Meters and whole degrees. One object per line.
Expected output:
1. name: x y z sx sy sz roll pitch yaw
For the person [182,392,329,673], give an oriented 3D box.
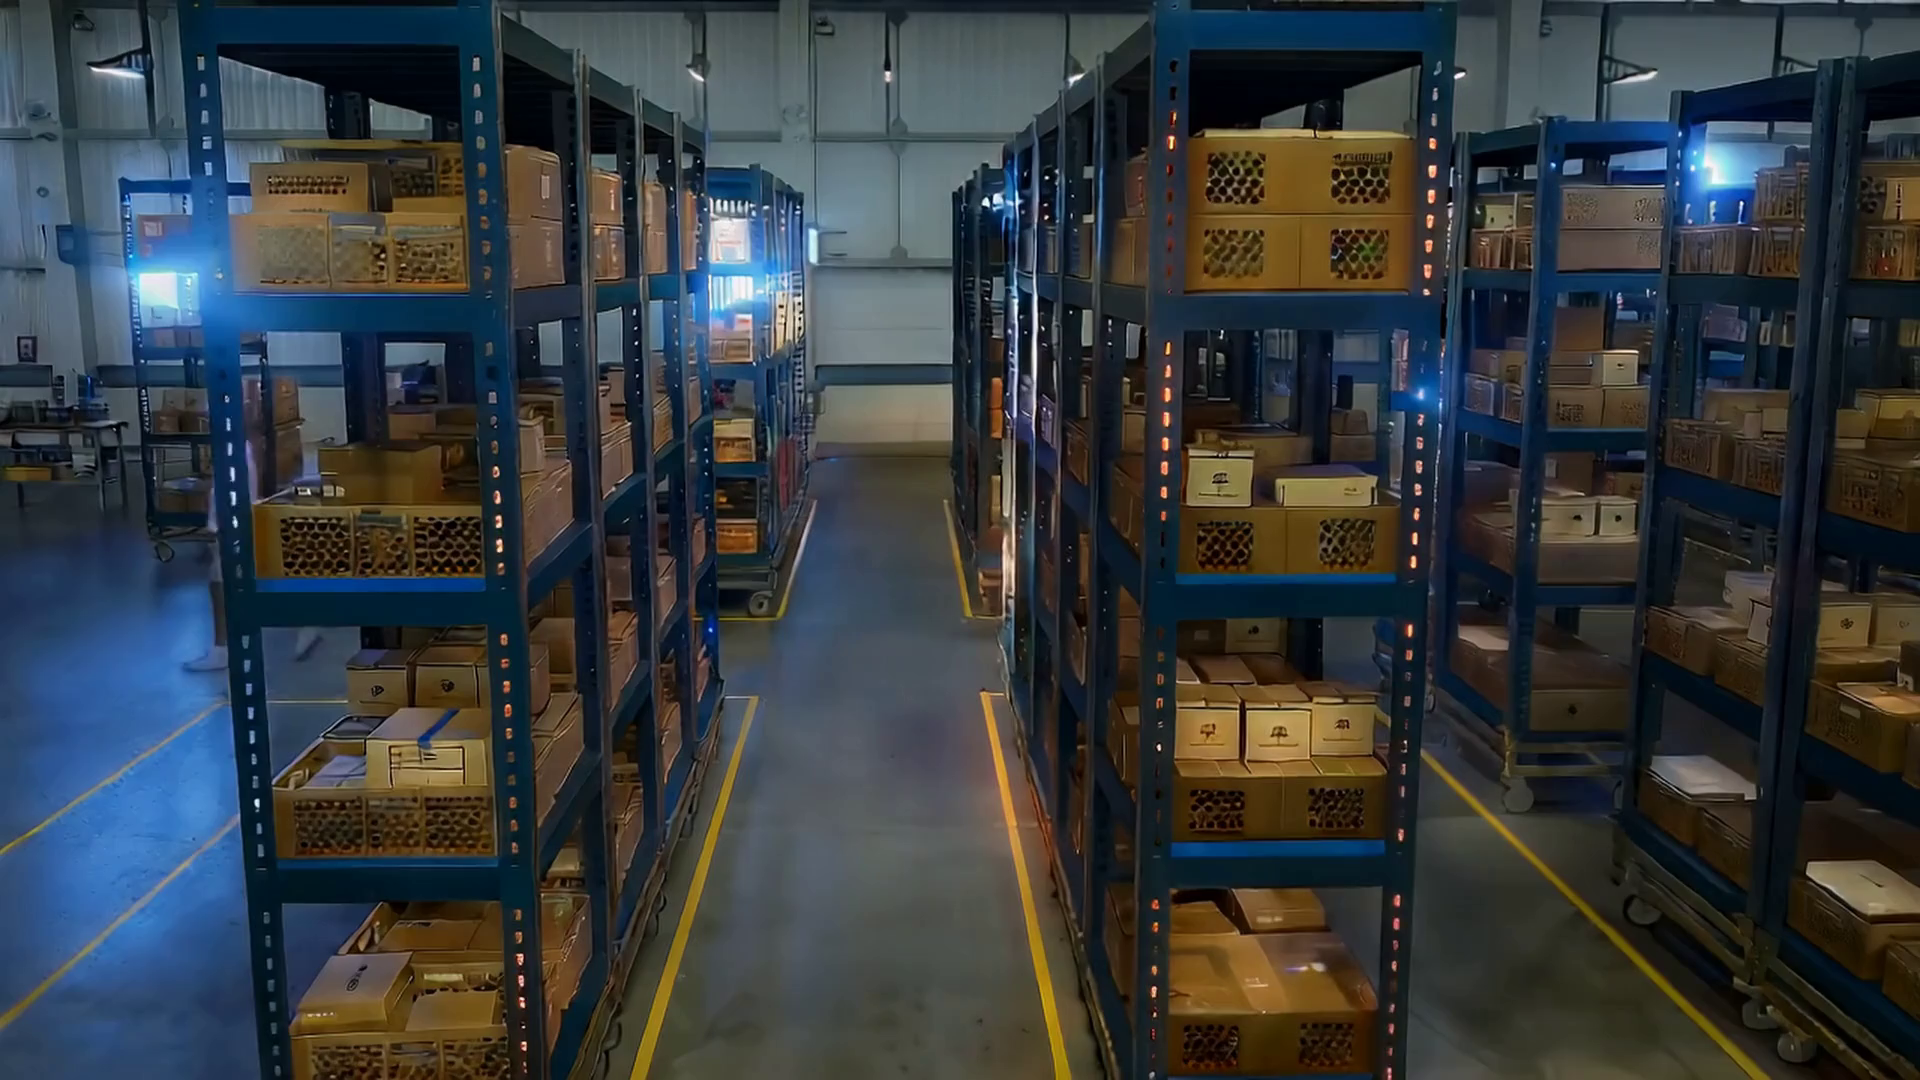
1. person: -5.003 -0.075 11.703 0.916 2.018 0.615 -4 11 -19
